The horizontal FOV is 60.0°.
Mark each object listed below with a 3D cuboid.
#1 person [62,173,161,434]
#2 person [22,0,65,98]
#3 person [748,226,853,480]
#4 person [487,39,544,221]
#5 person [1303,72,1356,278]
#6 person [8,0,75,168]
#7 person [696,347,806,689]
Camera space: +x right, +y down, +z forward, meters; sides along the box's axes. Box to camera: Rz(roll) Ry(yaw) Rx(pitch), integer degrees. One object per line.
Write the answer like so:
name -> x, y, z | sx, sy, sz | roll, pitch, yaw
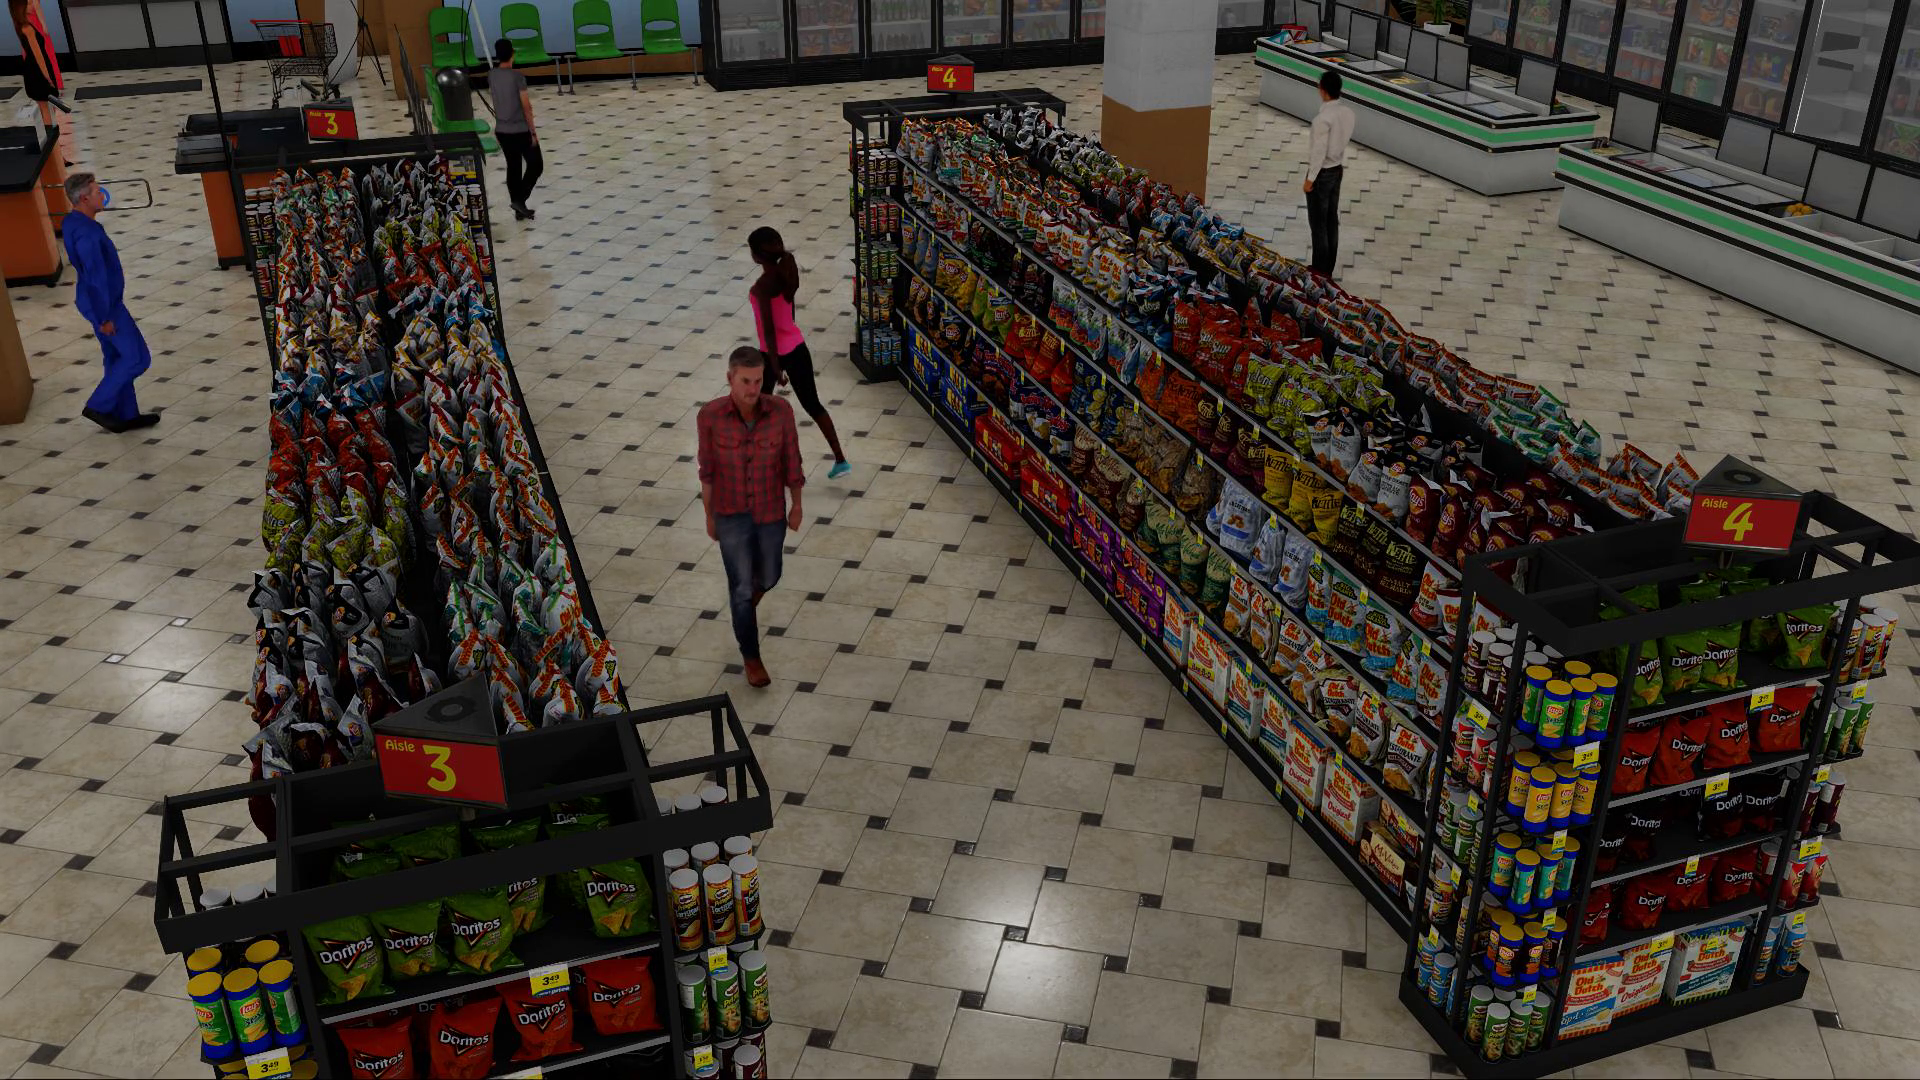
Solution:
person -> -5.936, -1.569, 11.344 | 0.881, 1.812, 0.776 | -17, 32, -30
person -> -11.847, -6.548, 21.257 | 0.704, 1.725, 0.775 | 14, 30, 25
person -> -1.061, -1.140, 10.647 | 1.245, 1.678, 1.010 | 20, 33, 34
person -> -4.349, -3.921, 16.060 | 0.840, 1.740, 0.903 | 11, 29, 20
person -> 3.187, -3.151, 14.469 | 0.730, 1.807, 0.746 | 22, 34, 37
person -> -9.984, -4.979, 18.042 | 0.712, 1.835, 0.584 | -22, 34, -37
person -> -1.108, -0.185, 8.630 | 0.775, 1.798, 1.114 | -5, 27, -9
